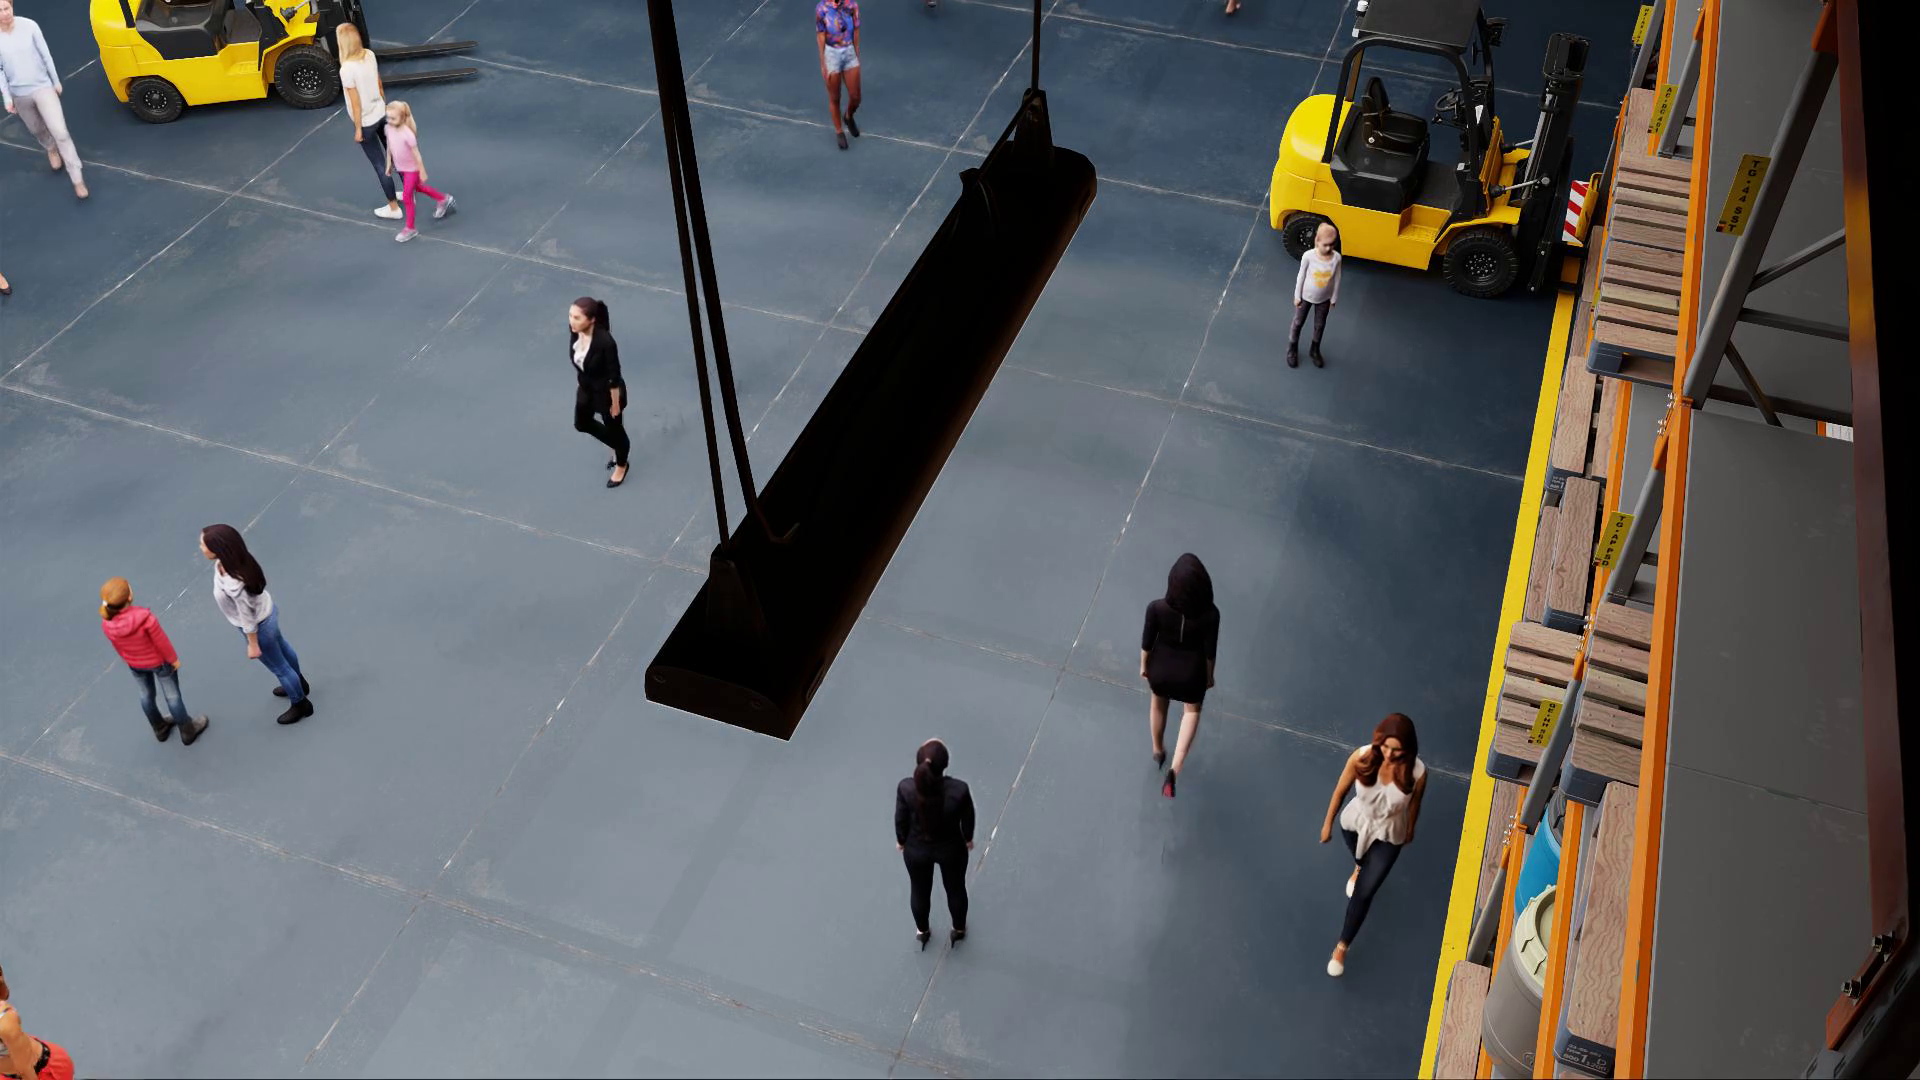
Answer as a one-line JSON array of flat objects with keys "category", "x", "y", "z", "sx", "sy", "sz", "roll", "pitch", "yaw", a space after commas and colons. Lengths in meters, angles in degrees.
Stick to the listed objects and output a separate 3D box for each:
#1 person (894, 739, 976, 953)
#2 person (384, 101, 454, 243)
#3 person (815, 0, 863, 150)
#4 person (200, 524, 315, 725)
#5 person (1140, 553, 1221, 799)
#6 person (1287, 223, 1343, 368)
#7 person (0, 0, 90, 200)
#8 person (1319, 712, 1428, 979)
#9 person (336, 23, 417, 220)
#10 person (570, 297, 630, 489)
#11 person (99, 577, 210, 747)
[{"category": "person", "x": -0.130, "y": 1.662, "z": 9.003, "sx": 0.628, "sy": 1.711, "sz": 0.579, "roll": 2, "pitch": 44, "yaw": 2}, {"category": "person", "x": -4.772, "y": -3.284, "z": 14.524, "sx": 0.665, "sy": 1.257, "sz": 0.959, "roll": 29, "pitch": 51, "yaw": 27}, {"category": "person", "x": -1.144, "y": -4.483, "z": 15.439, "sx": 0.720, "sy": 1.732, "sz": 0.772, "roll": -12, "pitch": 45, "yaw": -12}, {"category": "person", "x": -4.325, "y": 0.500, "z": 10.280, "sx": 0.732, "sy": 1.632, "sz": 0.642, "roll": -13, "pitch": 45, "yaw": -13}, {"category": "person", "x": 1.270, "y": 0.858, "z": 9.789, "sx": 0.662, "sy": 1.793, "sz": 0.864, "roll": 9, "pitch": 44, "yaw": 9}, {"category": "person", "x": 2.796, "y": -1.930, "z": 13.090, "sx": 0.550, "sy": 1.274, "sz": 0.566, "roll": 2, "pitch": 44, "yaw": 2}, {"category": "person", "x": -8.323, "y": -4.037, "z": 14.884, "sx": 1.210, "sy": 1.851, "sz": 1.264, "roll": -18, "pitch": 47, "yaw": -18}, {"category": "person", "x": 2.282, "y": 1.515, "z": 9.140, "sx": 0.677, "sy": 1.736, "sz": 1.113, "roll": 18, "pitch": 46, "yaw": 18}, {"category": "person", "x": -5.117, "y": -3.660, "z": 14.519, "sx": 0.671, "sy": 1.809, "sz": 0.429, "roll": 16, "pitch": 46, "yaw": 16}, {"category": "person", "x": -2.514, "y": -1.100, "z": 11.945, "sx": 0.689, "sy": 1.652, "sz": 0.691, "roll": 29, "pitch": 51, "yaw": 27}, {"category": "person", "x": -5.004, "y": 0.755, "z": 10.244, "sx": 0.547, "sy": 1.313, "sz": 0.543, "roll": 5, "pitch": 44, "yaw": 5}]
